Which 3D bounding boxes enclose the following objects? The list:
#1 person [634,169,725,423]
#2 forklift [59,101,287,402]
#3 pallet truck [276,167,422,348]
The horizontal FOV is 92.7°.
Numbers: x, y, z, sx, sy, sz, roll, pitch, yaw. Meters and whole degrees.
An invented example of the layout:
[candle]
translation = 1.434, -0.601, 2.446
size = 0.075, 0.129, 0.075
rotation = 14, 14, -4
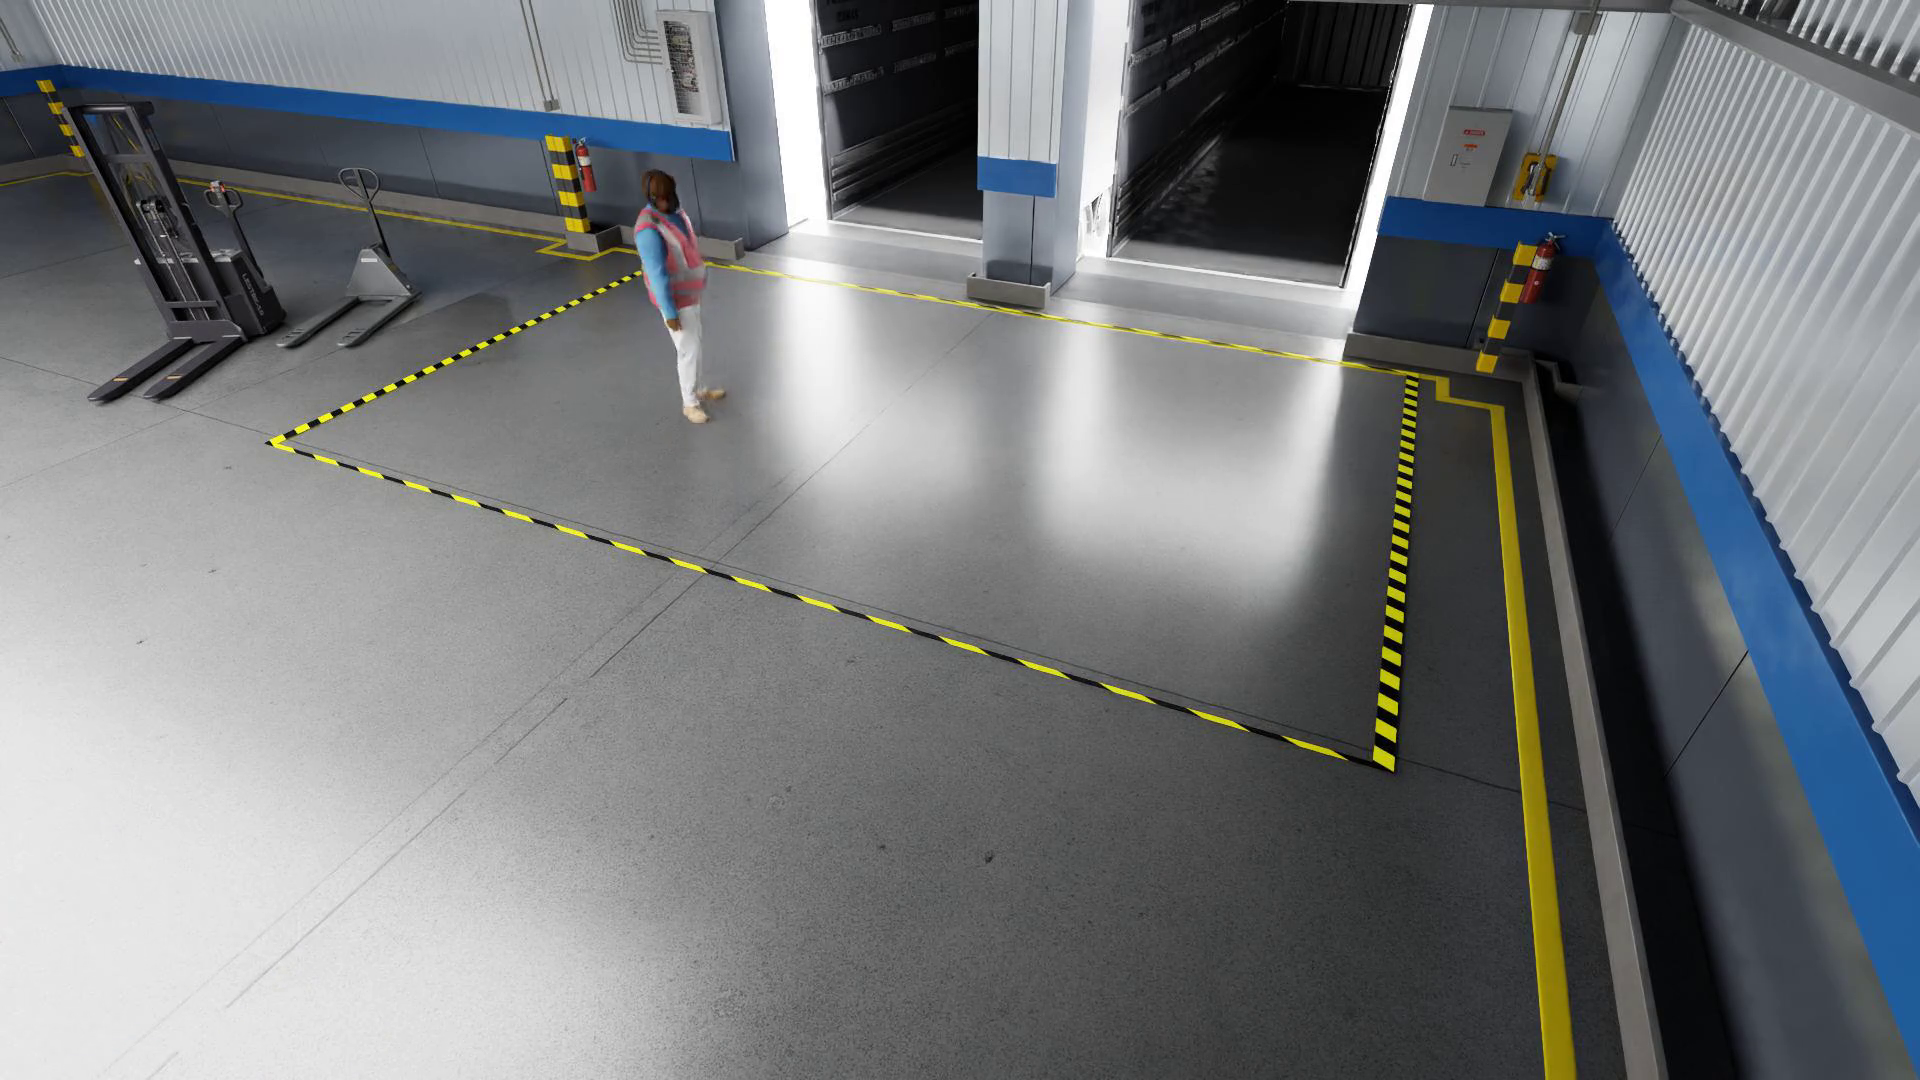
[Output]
[person]
translation = -2.045, -1.769, 6.704
size = 0.430, 1.826, 0.671
rotation = 0, 35, 0
[forklift]
translation = -6.686, -2.387, 7.434
size = 0.823, 1.965, 1.885
rotation = -3, 35, -5
[pallet truck]
translation = -5.732, -2.611, 8.414
size = 0.680, 1.201, 1.601
rotation = -1, 35, -1
